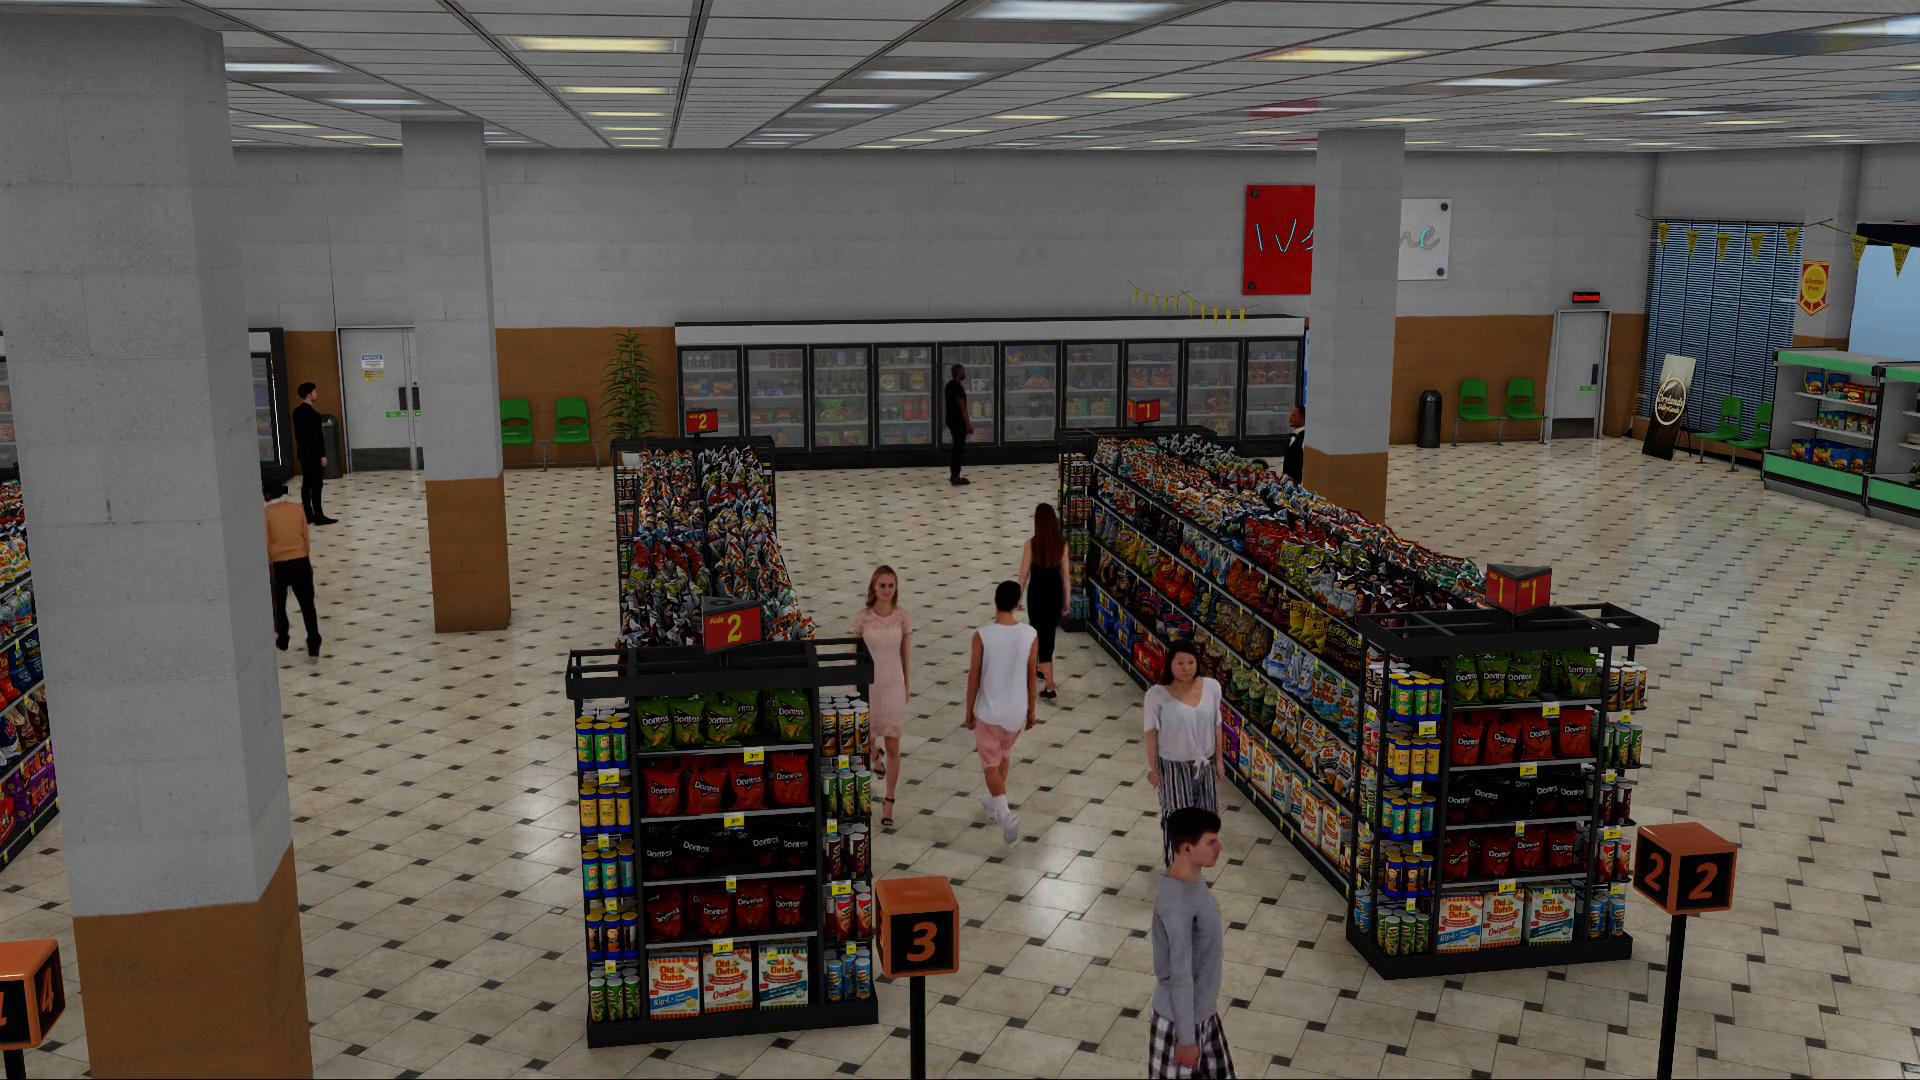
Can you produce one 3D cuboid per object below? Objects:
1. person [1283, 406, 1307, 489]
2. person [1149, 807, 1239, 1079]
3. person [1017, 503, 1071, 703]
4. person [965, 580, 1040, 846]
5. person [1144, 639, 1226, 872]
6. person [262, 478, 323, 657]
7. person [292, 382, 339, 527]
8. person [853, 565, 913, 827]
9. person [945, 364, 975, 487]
[{"bbox_3d":[3.960,-0.616,19.433,0.742,1.919,0.512,-2,12,-12],"label":"person"},{"bbox_3d":[0.885,2.027,7.123,1.023,1.818,1.118,4,13,18],"label":"person"},{"bbox_3d":[0.757,0.563,14.369,0.655,1.697,1.082,-4,12,-17],"label":"person"},{"bbox_3d":[0.298,1.191,11.267,0.745,1.747,1.147,-4,12,-16],"label":"person"},{"bbox_3d":[1.384,1.401,10.474,0.740,1.663,0.876,-4,12,-17],"label":"person"},{"bbox_3d":[-6.271,0.290,15.628,1.020,1.714,1.241,-9,15,-36],"label":"person"},{"bbox_3d":[-8.592,-1.147,22.013,0.774,1.894,0.845,9,15,37],"label":"person"},{"bbox_3d":[-0.566,1.064,11.723,0.687,1.807,1.074,0,12,-2],"label":"person"},{"bbox_3d":[-0.073,-1.729,24.966,0.742,1.816,0.568,-3,12,-14],"label":"person"}]
